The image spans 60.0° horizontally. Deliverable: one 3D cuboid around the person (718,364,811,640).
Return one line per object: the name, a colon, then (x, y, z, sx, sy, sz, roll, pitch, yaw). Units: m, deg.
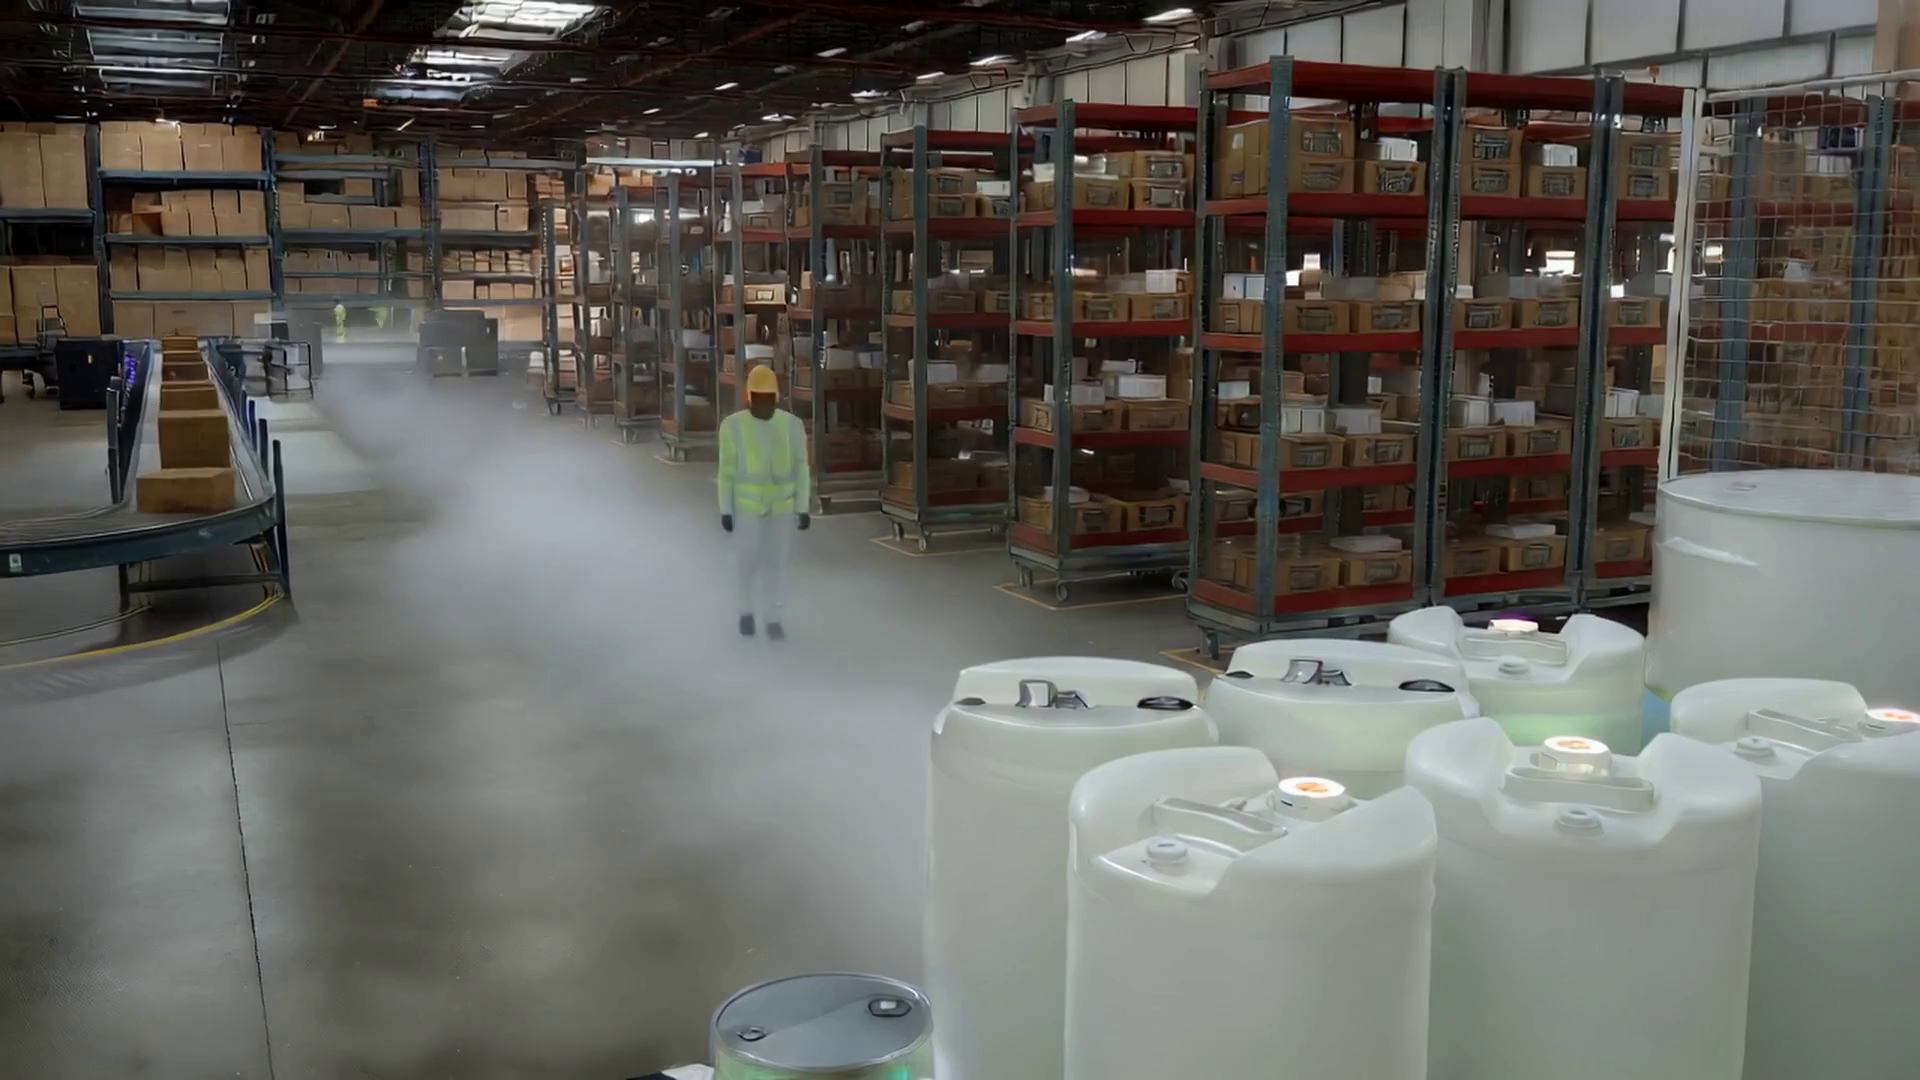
person: (-1.269, -0.238, 10.874, 0.594, 1.817, 0.431, -3, 10, -20)

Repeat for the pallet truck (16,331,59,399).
pallet truck: (-17.082, -3.353, 31.781, 1.630, 1.274, 0.653, -4, 10, -25)

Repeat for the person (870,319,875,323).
person: (-2.760, -6.780, 51.670, 0.532, 1.752, 0.596, -5, 10, -27)

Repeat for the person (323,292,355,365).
person: (-16.083, -5.429, 42.825, 0.957, 1.888, 0.571, -5, 10, -28)

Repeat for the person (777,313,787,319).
person: (-4.984, -6.001, 46.207, 0.615, 1.945, 0.404, 4, 10, 26)

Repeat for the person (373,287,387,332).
person: (-19.032, -7.301, 54.380, 0.739, 1.916, 0.552, -6, 11, -33)

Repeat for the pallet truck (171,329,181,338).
pallet truck: (-17.275, -3.851, 35.096, 1.601, 1.201, 0.680, 0, 9, 1)
